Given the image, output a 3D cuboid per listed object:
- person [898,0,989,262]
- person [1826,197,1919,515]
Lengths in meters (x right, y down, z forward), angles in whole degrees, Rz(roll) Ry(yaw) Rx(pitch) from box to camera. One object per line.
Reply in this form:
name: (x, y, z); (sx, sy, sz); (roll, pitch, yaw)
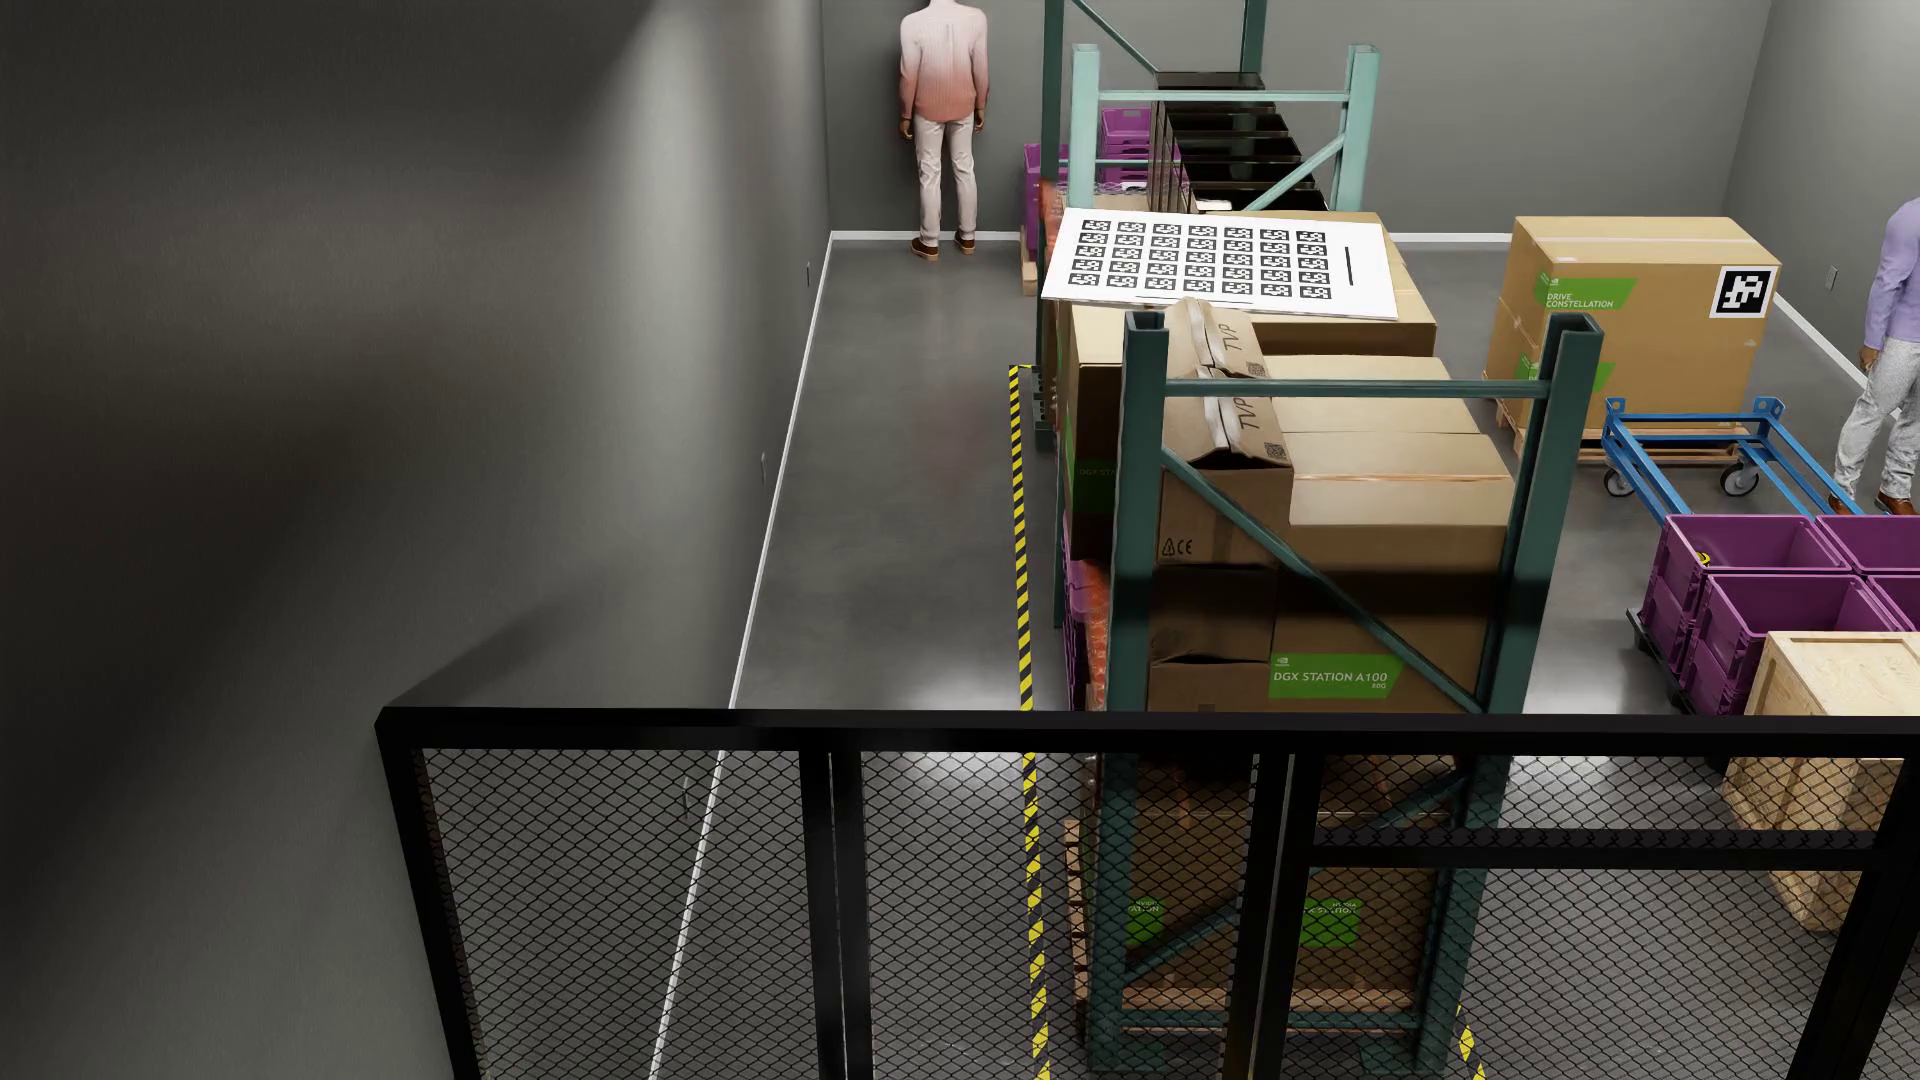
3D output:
person: (-0.115, -2.820, 10.846); (0.625, 1.992, 0.389); (-12, 33, -20)
person: (4.527, -0.944, 7.784); (0.629, 1.940, 0.372); (-1, 31, -2)
